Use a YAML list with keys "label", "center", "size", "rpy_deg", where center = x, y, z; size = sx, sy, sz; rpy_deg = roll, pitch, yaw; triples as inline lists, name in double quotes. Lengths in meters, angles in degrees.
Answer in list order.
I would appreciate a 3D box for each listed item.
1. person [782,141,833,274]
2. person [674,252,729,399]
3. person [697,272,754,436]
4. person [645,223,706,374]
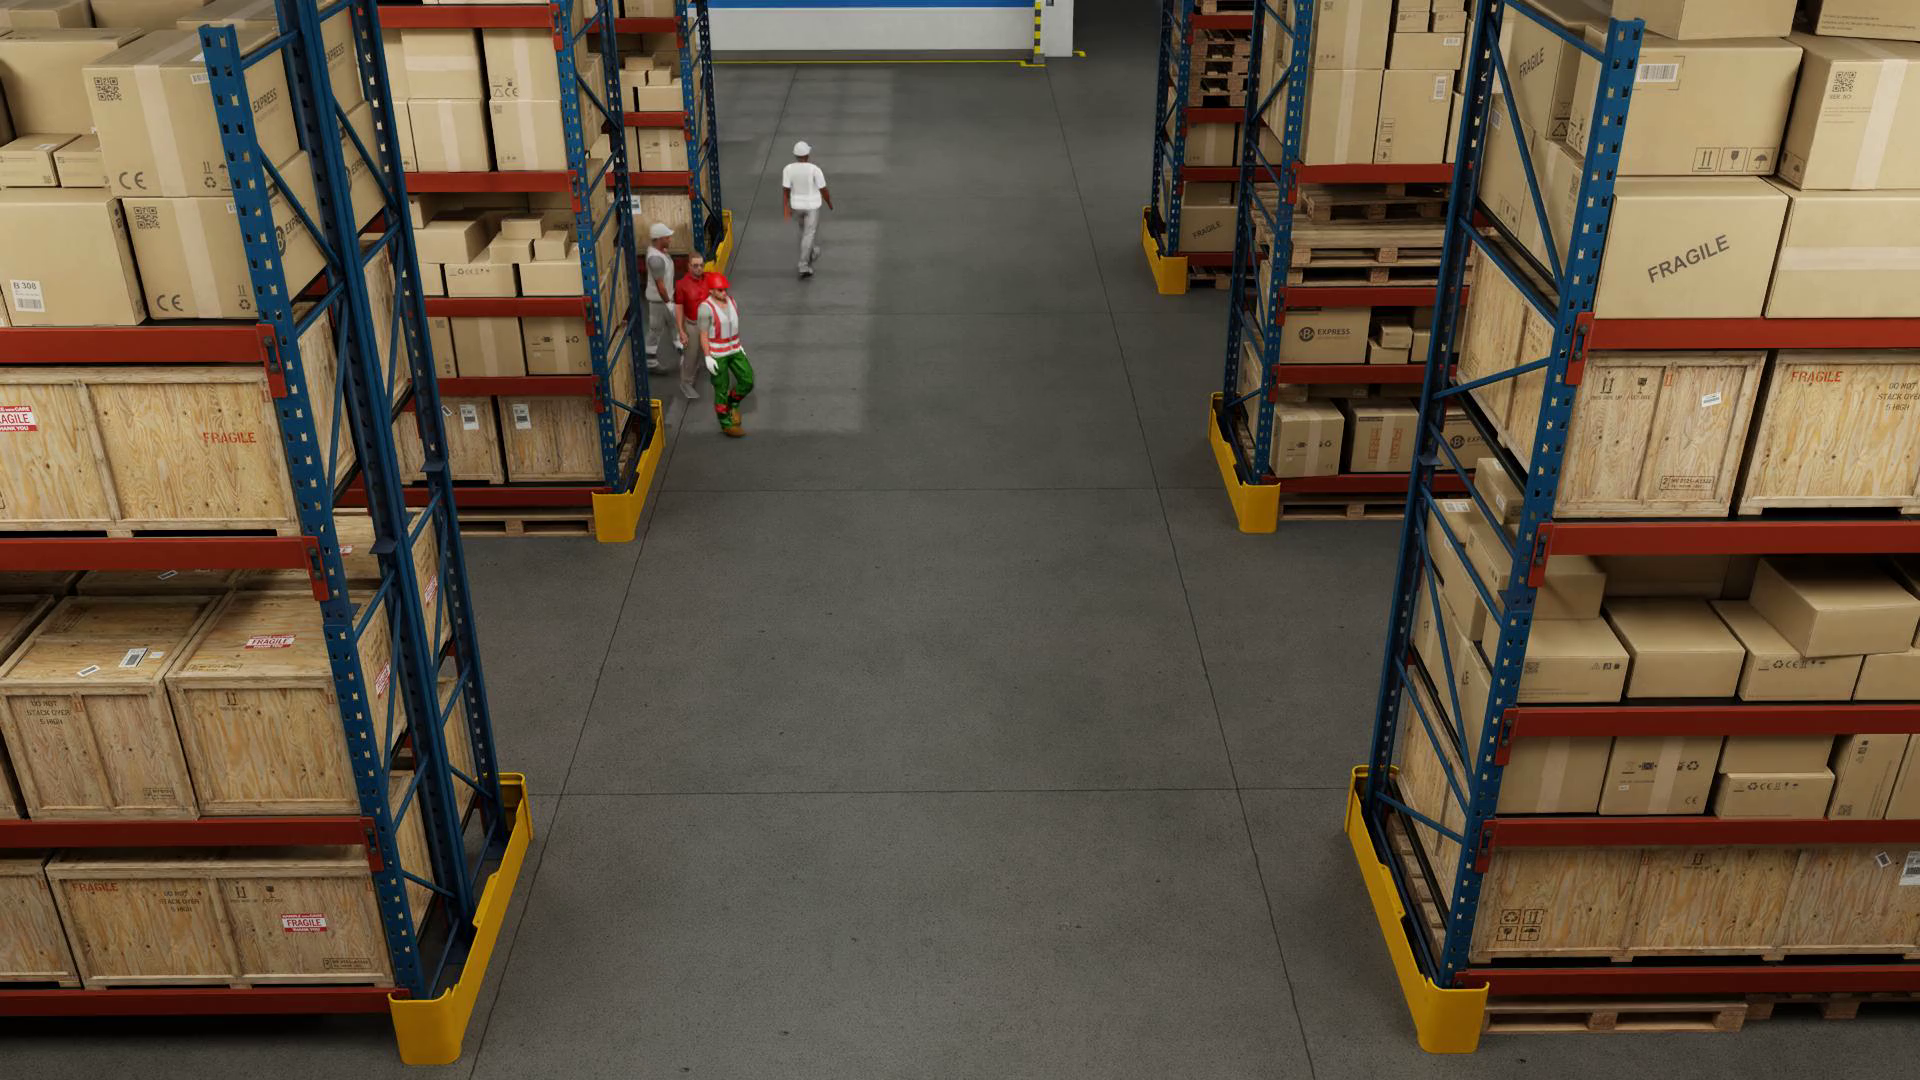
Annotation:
- label: "person"
  center: [-2.025, -4.497, 22.287]
  size: [0.582, 1.729, 1.021]
  rpy_deg: [9, 30, 17]
- label: "person"
  center: [-2.839, -2.321, 18.295]
  size: [0.562, 1.738, 0.799]
  rpy_deg: [-15, 32, -26]
- label: "person"
  center: [-2.485, -1.960, 17.511]
  size: [0.485, 1.793, 0.546]
  rpy_deg: [23, 36, 36]
- label: "person"
  center: [-3.295, -2.756, 18.968]
  size: [0.743, 1.773, 0.567]
  rpy_deg: [1, 28, 2]
